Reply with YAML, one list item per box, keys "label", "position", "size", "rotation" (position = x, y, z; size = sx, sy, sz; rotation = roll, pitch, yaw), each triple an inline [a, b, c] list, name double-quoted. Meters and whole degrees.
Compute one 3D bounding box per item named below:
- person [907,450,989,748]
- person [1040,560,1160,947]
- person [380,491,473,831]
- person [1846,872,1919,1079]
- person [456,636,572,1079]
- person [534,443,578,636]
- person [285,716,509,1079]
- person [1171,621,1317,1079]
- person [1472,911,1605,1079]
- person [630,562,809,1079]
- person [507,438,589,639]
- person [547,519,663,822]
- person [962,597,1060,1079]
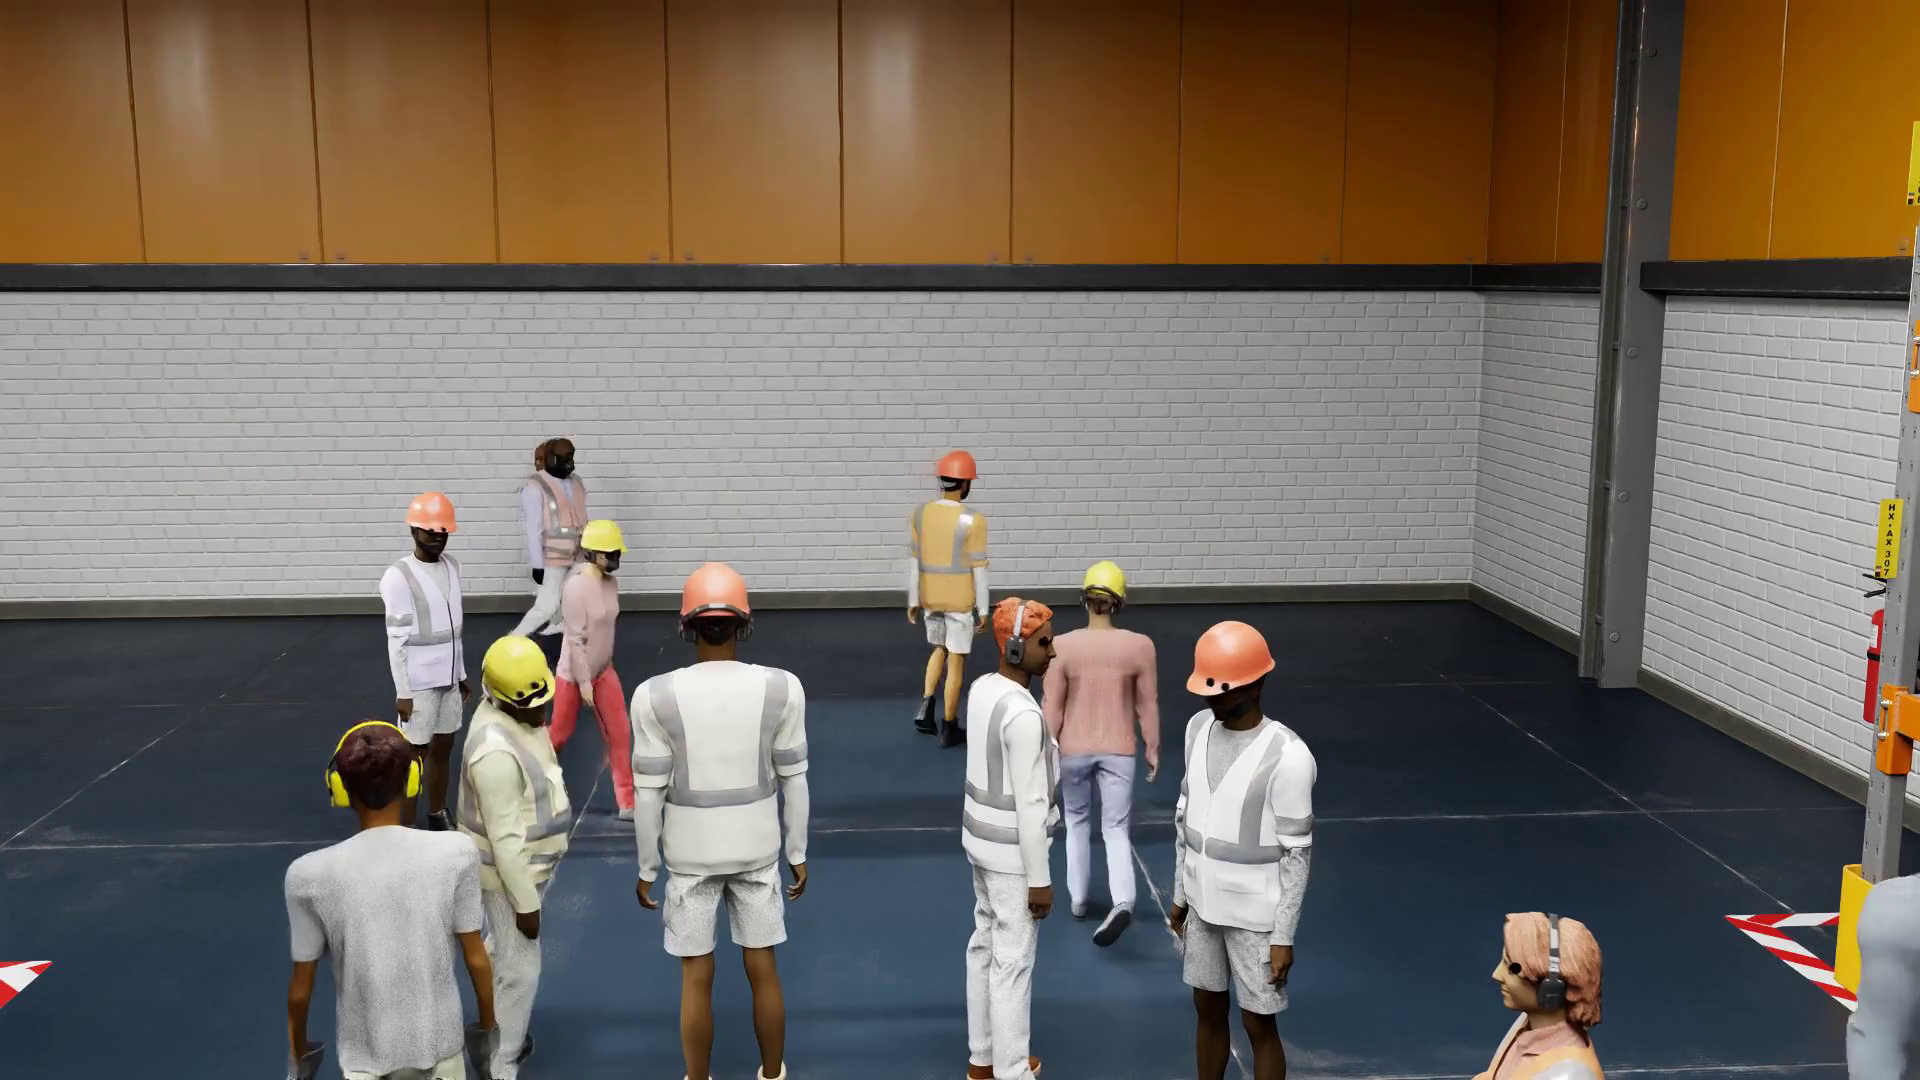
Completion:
- label: "person"
  position: [-0.057, 0.380, 10.697]
  size: [0.585, 1.920, 0.408]
  rotation: [6, 11, 32]
- label: "person"
  position: [0.636, 0.973, 7.575]
  size: [0.558, 1.732, 0.735]
  rotation: [1, 9, 3]
- label: "person"
  position: [-2.718, 0.706, 8.612]
  size: [0.374, 1.934, 0.548]
  rotation: [3, 10, 20]
- label: "person"
  position: [2.423, 1.455, 3.997]
  size: [0.649, 1.911, 0.495]
  rotation: [-1, 9, -4]
- label: "person"
  position: [-1.627, 1.185, 6.118]
  size: [0.407, 1.786, 0.714]
  rotation: [-2, 9, -11]
- label: "person"
  position: [-3.378, -0.009, 14.090]
  size: [0.592, 1.628, 0.389]
  rotation: [-9, 13, -44]
- label: "person"
  position: [-1.538, 1.396, 4.512]
  size: [0.597, 1.866, 0.342]
  rotation: [-3, 10, -21]
- label: "person"
  position: [0.891, 1.208, 5.488]
  size: [0.372, 1.928, 0.543]
  rotation: [-7, 11, -37]
- label: "person"
  position: [1.299, 1.627, 3.755]
  size: [0.308, 1.641, 0.514]
  rotation: [2, 9, 11]
- label: "person"
  position: [-0.843, 1.090, 5.874]
  size: [0.615, 2.038, 0.396]
  rotation: [-2, 9, -15]
- label: "person"
  position: [-3.074, 0.127, 12.598]
  size: [0.778, 1.821, 0.632]
  rotation: [5, 10, 30]
- label: "person"
  position: [-2.101, 0.720, 9.200]
  size: [0.857, 1.718, 0.507]
  rotation: [4, 10, 24]
- label: "person"
  position: [0.192, 1.141, 6.046]
  size: [0.361, 1.884, 0.574]
  rotation: [-3, 9, -16]
